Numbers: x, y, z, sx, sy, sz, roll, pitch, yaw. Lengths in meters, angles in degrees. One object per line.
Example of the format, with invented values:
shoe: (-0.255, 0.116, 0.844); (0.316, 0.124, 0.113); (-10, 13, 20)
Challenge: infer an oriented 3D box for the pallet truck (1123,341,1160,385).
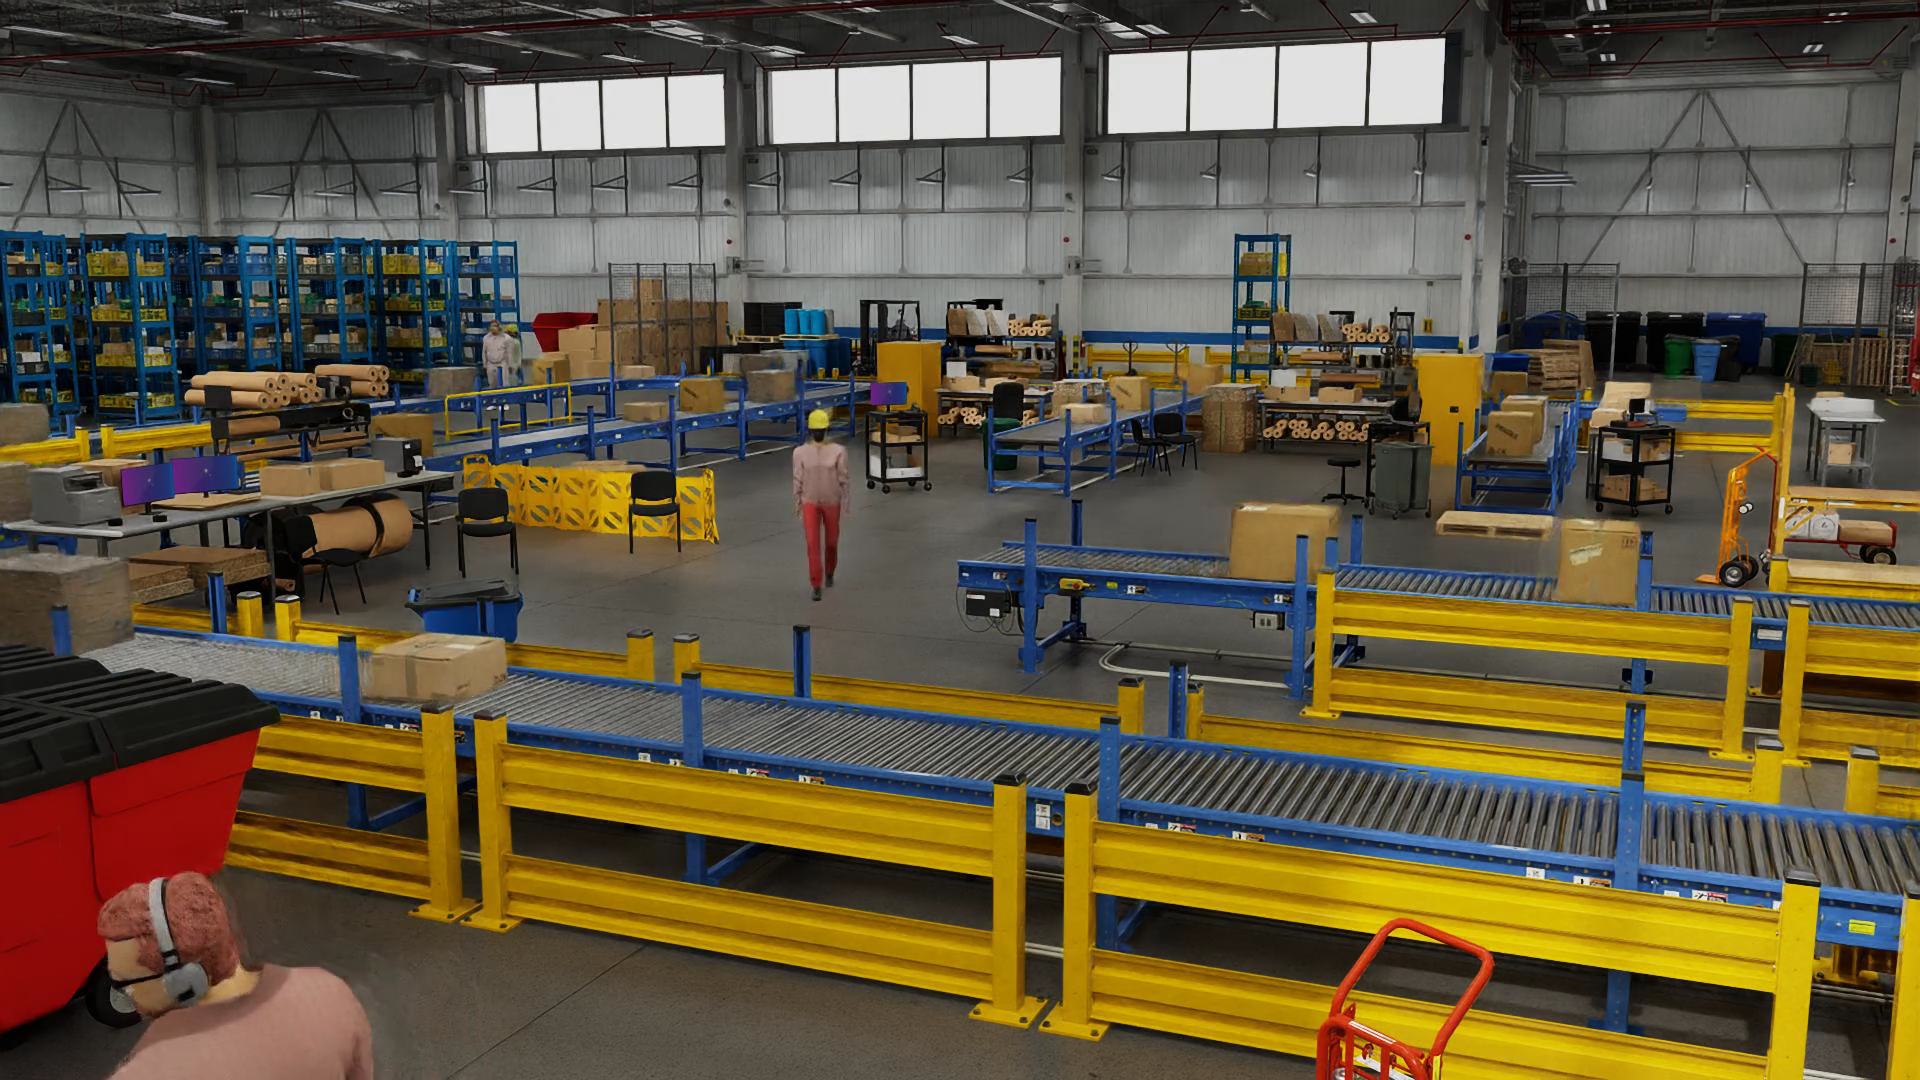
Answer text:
pallet truck: (4.445, -4.380, 41.279); (0.680, 1.201, 1.601); (4, 10, 22)

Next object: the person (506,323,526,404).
person: (-9.791, -3.812, 36.133); (0.592, 1.802, 0.845); (7, 11, 34)

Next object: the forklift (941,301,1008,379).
forklift: (0.365, -4.966, 41.571); (1.157, 1.987, 2.680); (3, 10, 20)

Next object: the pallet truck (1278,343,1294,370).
pallet truck: (7.886, -4.163, 39.743); (0.653, 1.274, 1.630); (4, 10, 22)

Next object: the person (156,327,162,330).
person: (-17.891, -4.006, 37.201); (0.578, 1.830, 0.408); (-7, 12, -35)

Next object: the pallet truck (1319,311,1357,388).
pallet truck: (9.071, -4.419, 39.190); (0.823, 1.965, 1.885); (5, 10, 26)

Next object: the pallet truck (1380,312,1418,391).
pallet truck: (10.207, -4.283, 38.369); (0.823, 1.965, 1.885); (3, 10, 20)

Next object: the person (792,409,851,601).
person: (-1.277, -0.357, 15.361); (0.530, 1.736, 0.801); (-1, 9, -4)

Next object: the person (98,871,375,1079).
person: (-1.464, 1.546, 3.456); (0.401, 1.881, 0.781); (4, 10, 24)

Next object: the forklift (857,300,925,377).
forklift: (-1.732, -5.109, 42.468); (1.157, 1.987, 2.680); (4, 10, 22)

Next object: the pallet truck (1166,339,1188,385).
pallet truck: (5.418, -4.269, 40.420); (0.704, 1.261, 1.522); (3, 10, 20)

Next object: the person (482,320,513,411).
person: (-9.689, -3.650, 34.810); (0.652, 1.906, 0.403); (1, 9, 6)
